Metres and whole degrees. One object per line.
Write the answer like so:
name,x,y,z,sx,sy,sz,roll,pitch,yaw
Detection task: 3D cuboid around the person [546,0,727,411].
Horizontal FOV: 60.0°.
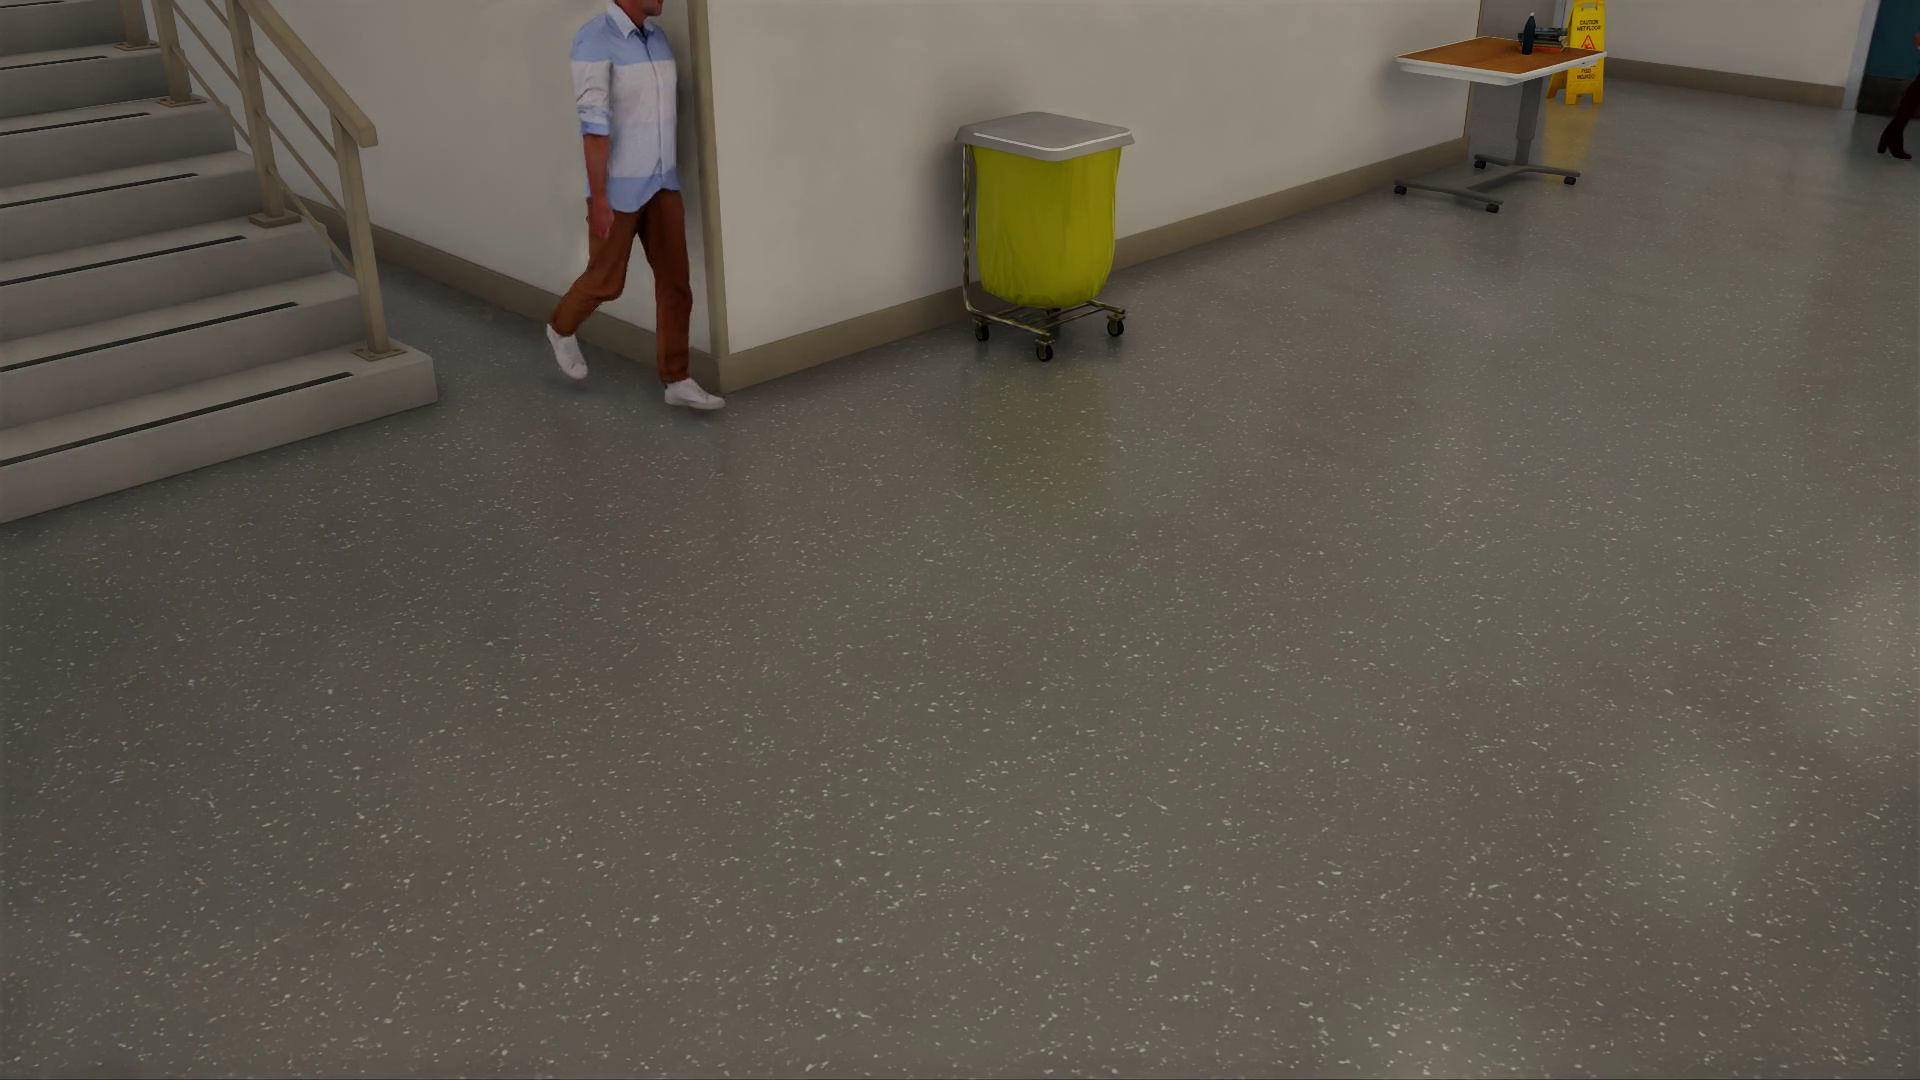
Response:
person,-1.373,-1.405,6.604,1.217,1.778,0.875,18,31,32
